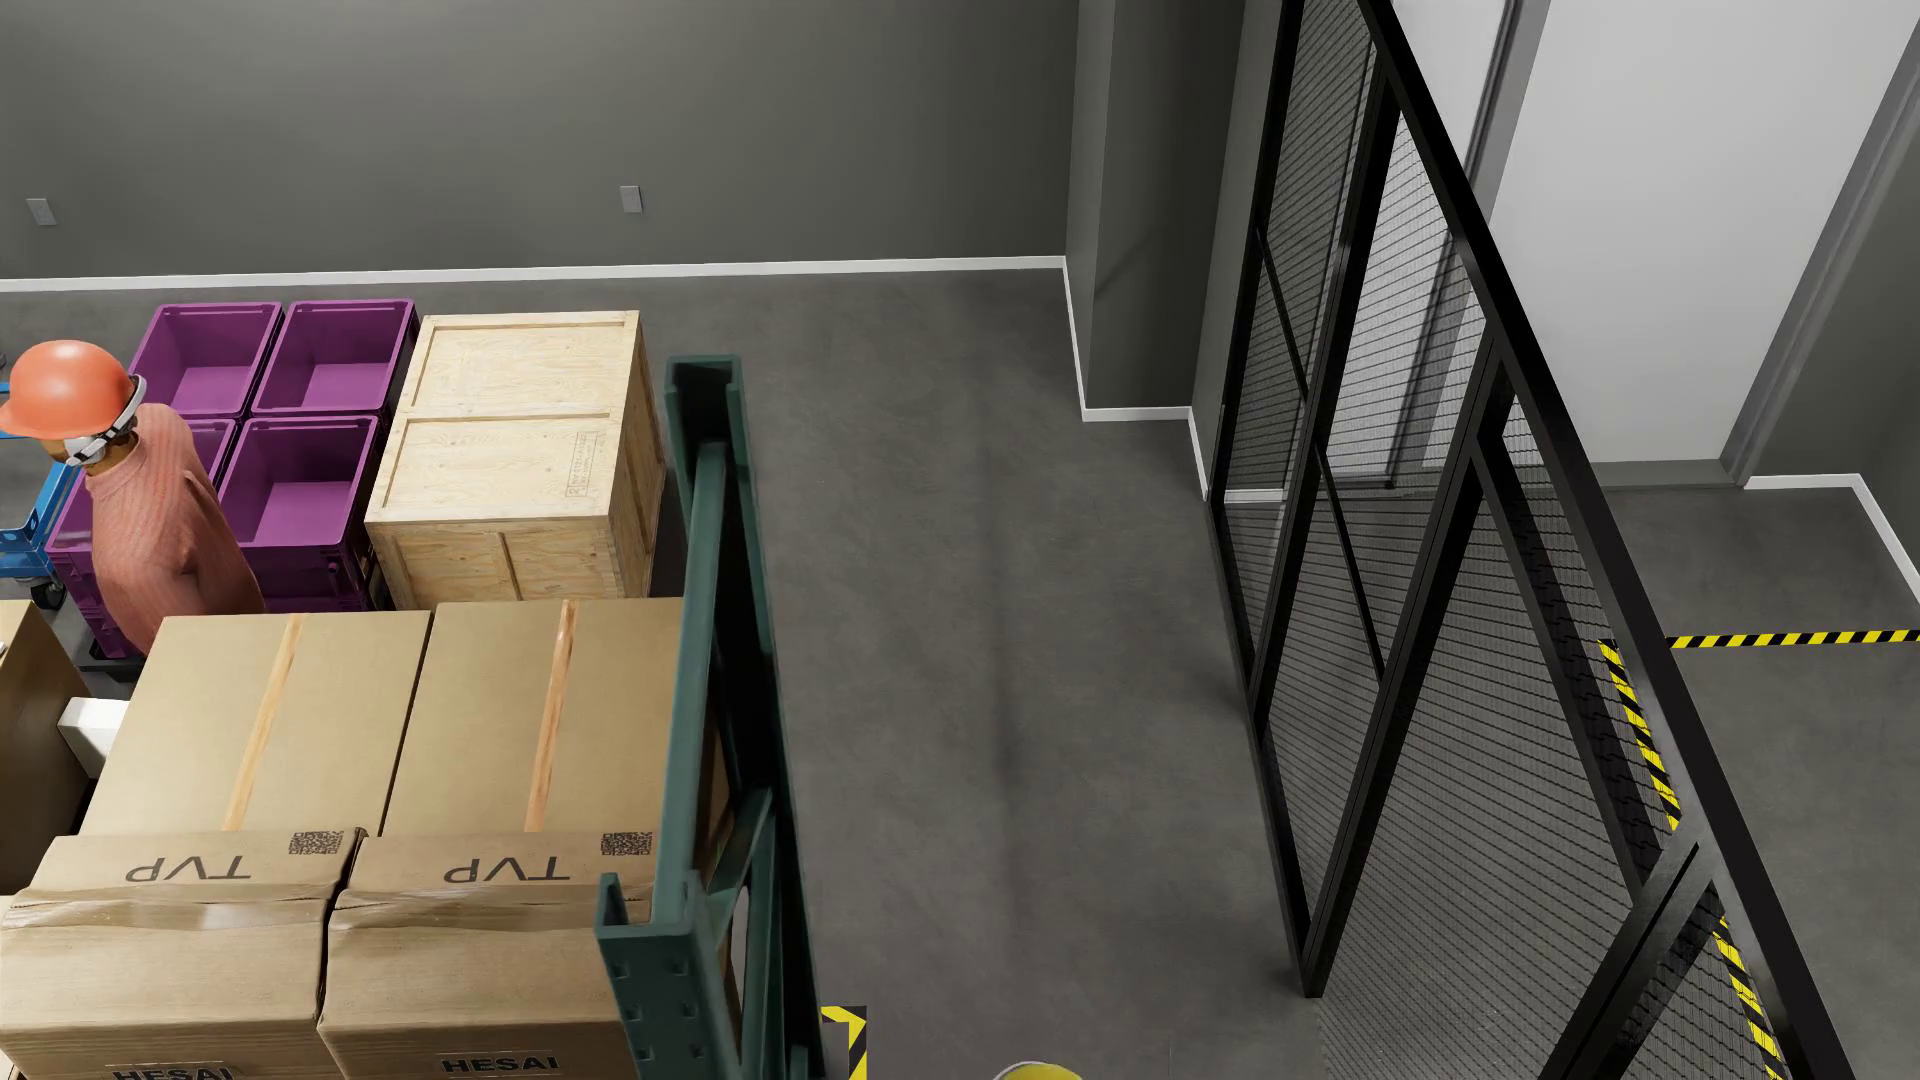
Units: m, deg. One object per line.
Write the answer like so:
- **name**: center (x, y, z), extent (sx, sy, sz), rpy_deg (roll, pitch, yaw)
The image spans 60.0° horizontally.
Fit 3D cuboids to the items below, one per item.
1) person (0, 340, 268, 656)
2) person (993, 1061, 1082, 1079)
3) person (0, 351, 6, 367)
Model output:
- **person**: center (-2.040, 0.258, 4.472), extent (0.378, 1.995, 0.609), rpy_deg (-12, 47, -11)
- **person**: center (0.129, 1.554, 3.343), extent (0.590, 1.836, 0.404), rpy_deg (-11, 47, -10)
- **person**: center (-4.027, -1.268, 5.968), extent (0.356, 1.936, 0.638), rpy_deg (-3, 46, -3)
